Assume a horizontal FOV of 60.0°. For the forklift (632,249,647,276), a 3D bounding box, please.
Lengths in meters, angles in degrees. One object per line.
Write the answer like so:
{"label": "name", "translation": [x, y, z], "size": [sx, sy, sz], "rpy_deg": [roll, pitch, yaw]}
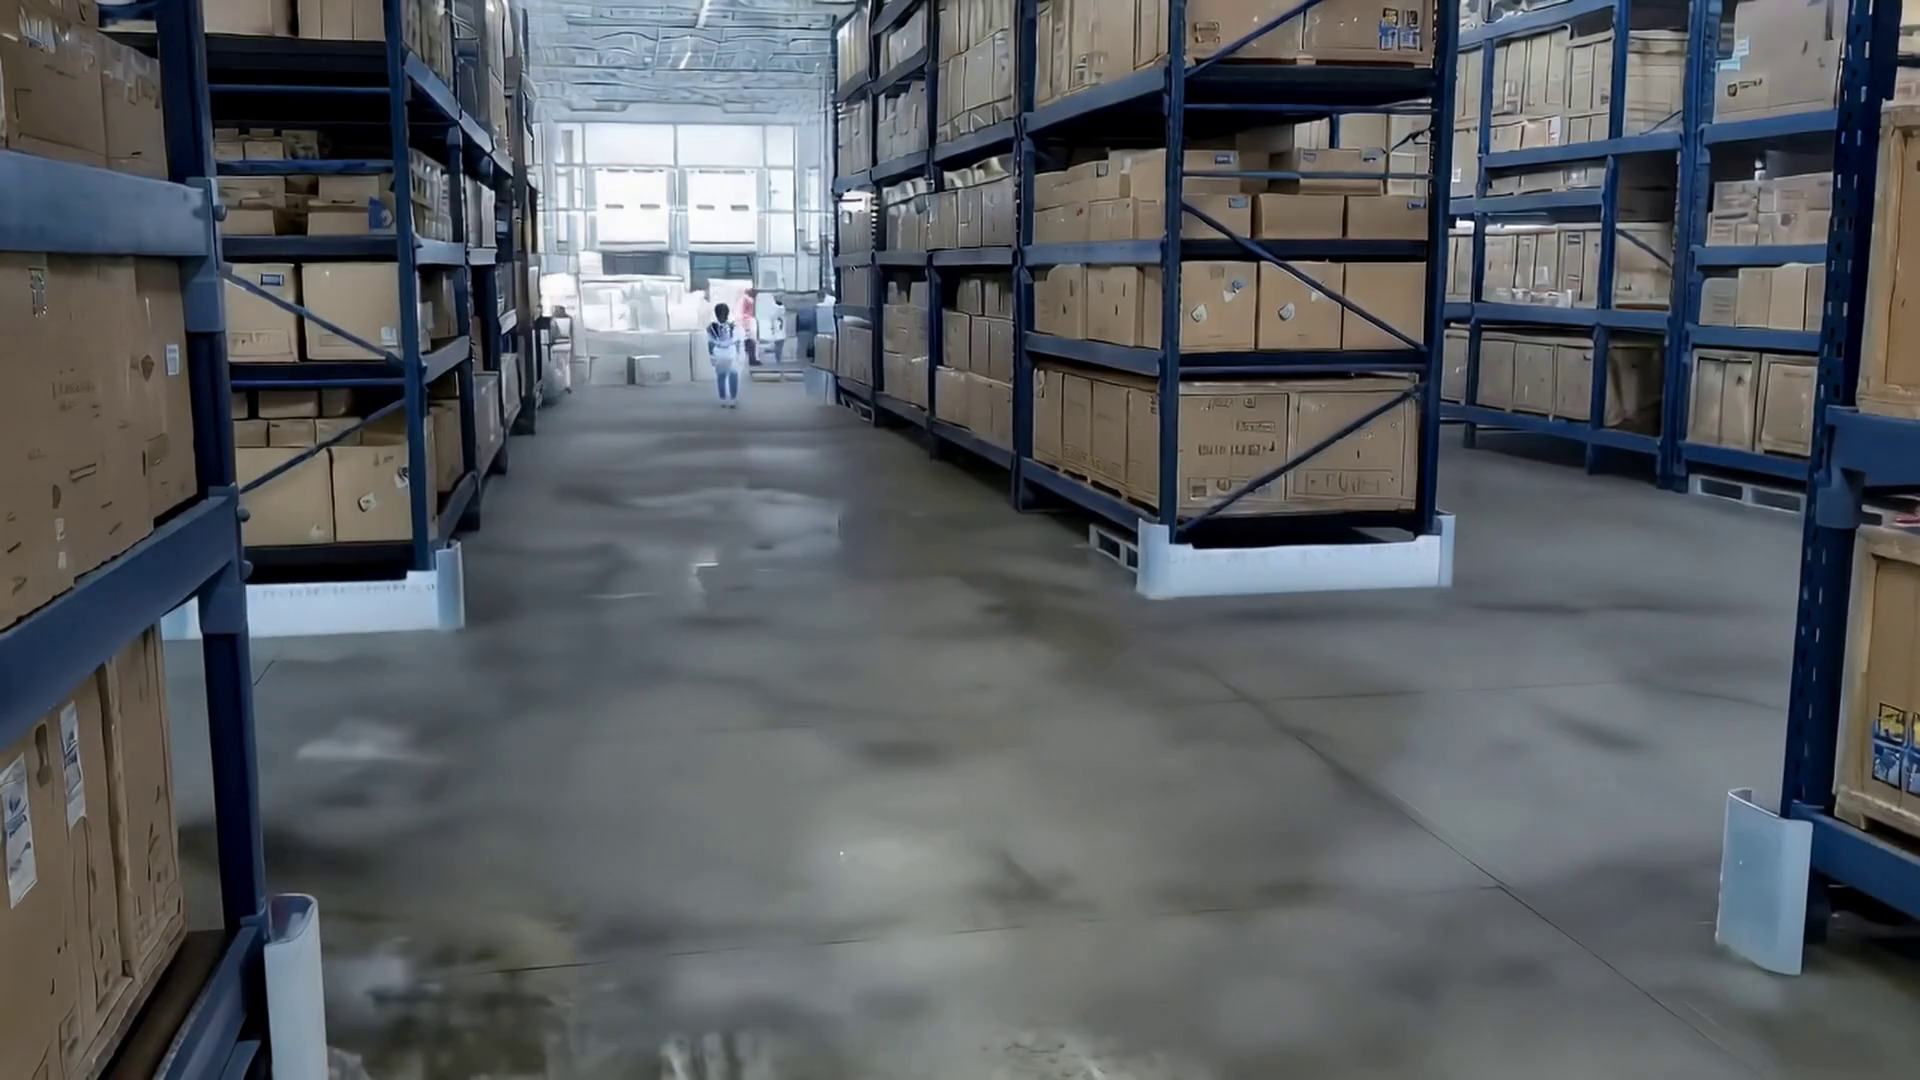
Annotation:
{"label": "forklift", "translation": [-10.652, -8.274, 55.253], "size": [1.873, 2.768, 1.129], "rpy_deg": [-1, 9, -5]}

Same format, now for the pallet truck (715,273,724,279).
{"label": "pallet truck", "translation": [-8.580, -8.986, 62.280], "size": [1.885, 1.965, 0.823], "rpy_deg": [1, 9, 5]}

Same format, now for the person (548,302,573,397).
{"label": "person", "translation": [-6.826, -3.259, 28.481], "size": [0.394, 1.620, 0.544], "rpy_deg": [7, 12, 36]}

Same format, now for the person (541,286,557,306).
{"label": "person", "translation": [-14.531, -8.387, 58.841], "size": [0.594, 1.926, 0.366], "rpy_deg": [-2, 10, -11]}

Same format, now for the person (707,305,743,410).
{"label": "person", "translation": [-3.663, -2.857, 25.998], "size": [0.589, 1.629, 0.875], "rpy_deg": [-3, 10, -16]}

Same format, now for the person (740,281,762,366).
{"label": "person", "translation": [-4.800, -4.800, 37.047], "size": [0.680, 1.919, 0.541], "rpy_deg": [-3, 10, -16]}

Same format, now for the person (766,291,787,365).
{"label": "person", "translation": [-4.183, -4.821, 37.828], "size": [0.448, 1.685, 0.547], "rpy_deg": [-5, 10, -27]}
